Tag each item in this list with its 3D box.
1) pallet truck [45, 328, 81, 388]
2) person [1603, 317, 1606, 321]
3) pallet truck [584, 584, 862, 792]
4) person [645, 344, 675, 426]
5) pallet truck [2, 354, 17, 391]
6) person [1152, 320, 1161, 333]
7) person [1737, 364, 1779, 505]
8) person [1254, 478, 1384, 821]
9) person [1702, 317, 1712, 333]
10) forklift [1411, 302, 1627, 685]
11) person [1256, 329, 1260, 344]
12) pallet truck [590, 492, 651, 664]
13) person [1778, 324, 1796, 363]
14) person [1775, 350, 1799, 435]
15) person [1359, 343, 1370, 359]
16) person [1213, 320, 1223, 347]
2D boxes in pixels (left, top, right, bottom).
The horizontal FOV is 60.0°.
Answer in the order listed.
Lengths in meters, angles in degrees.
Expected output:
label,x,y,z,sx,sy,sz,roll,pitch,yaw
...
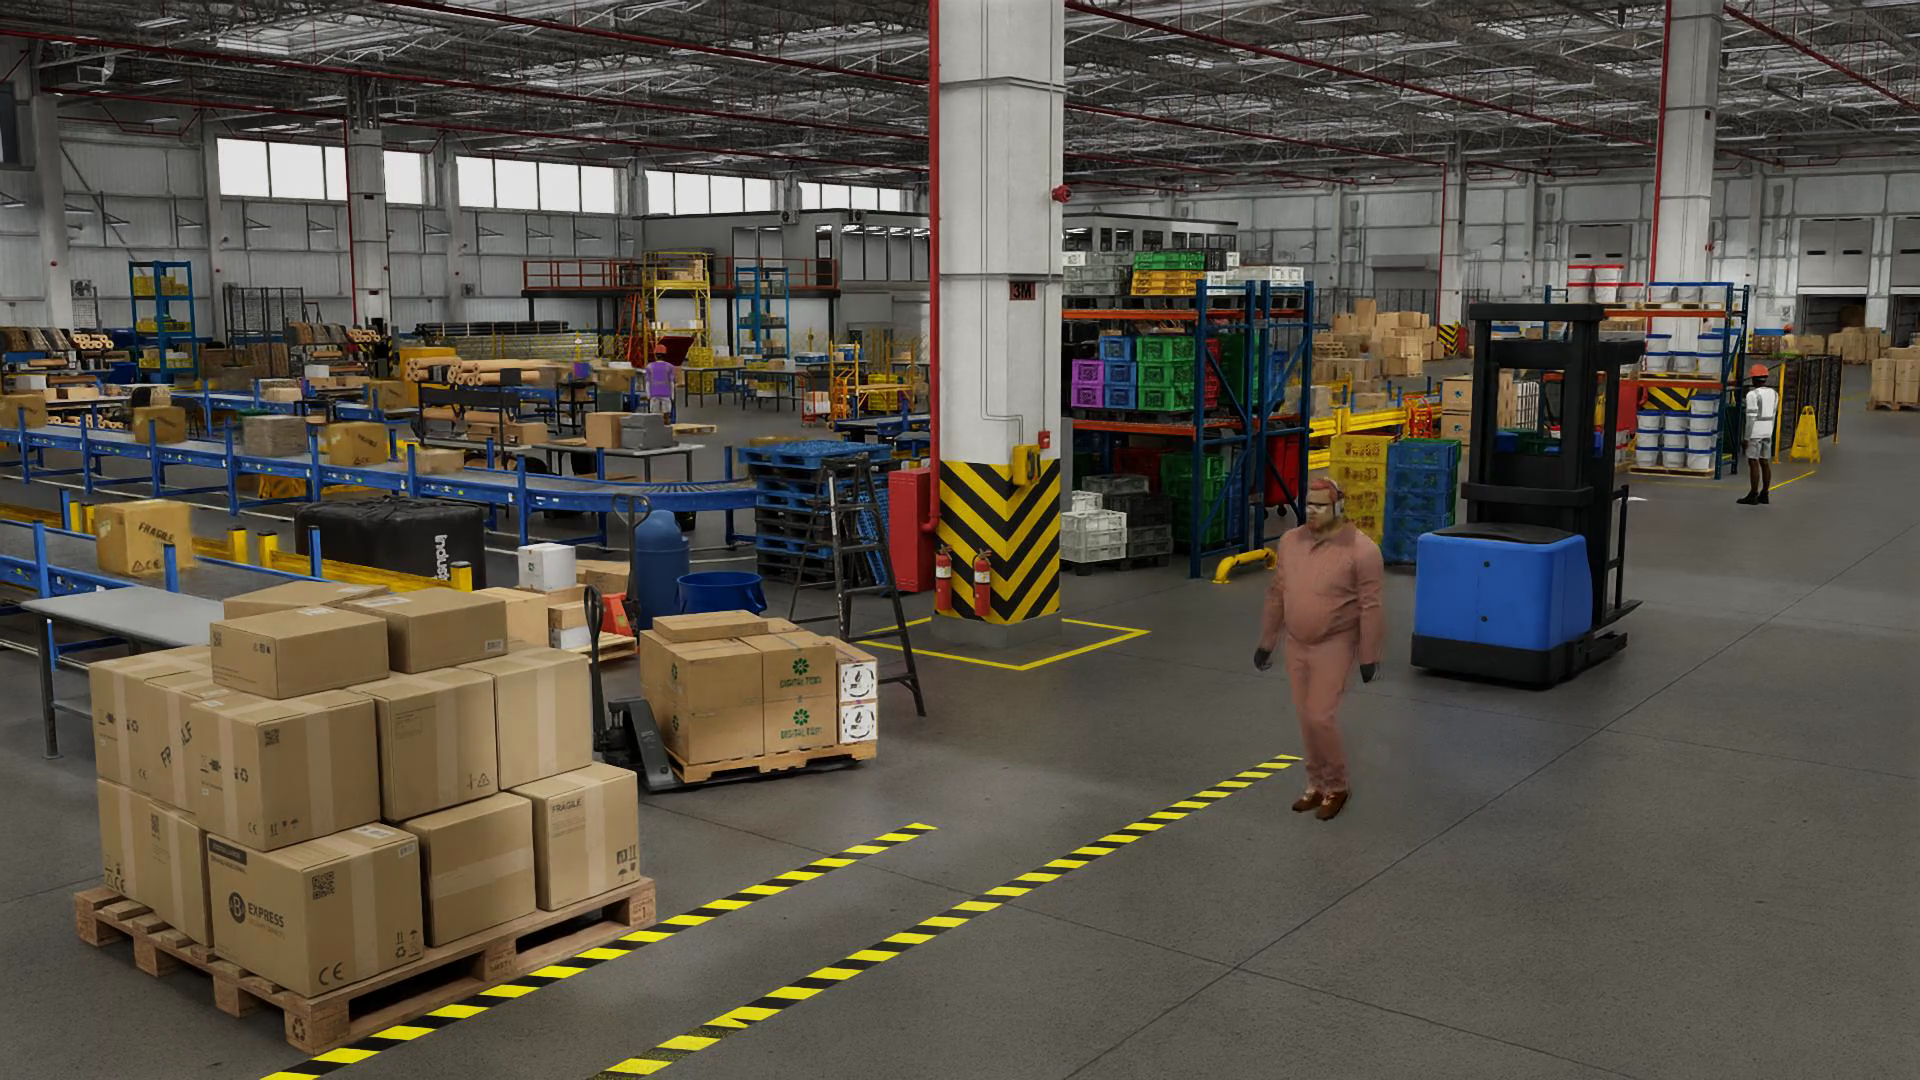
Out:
label,x,y,z,sx,sy,sz,roll,pitch,yaw
pallet truck,-23.775,-4.544,43.495,1.885,1.965,0.823,6,10,35
person,29.897,-9.483,77.402,0.996,1.812,0.537,6,10,33
pallet truck,-1.426,0.805,10.019,1.601,1.201,0.680,-4,9,-26
person,-5.708,-2.767,31.725,0.551,1.932,0.378,0,8,0
pallet truck,-24.881,-4.417,42.634,1.885,1.965,0.823,8,11,41
person,7.554,-7.599,64.451,0.839,1.889,0.598,-2,9,-15
person,10.924,-1.442,22.808,0.547,1.930,0.384,-4,9,-26
person,1.954,0.598,9.200,0.511,1.890,0.648,-7,11,-38
person,31.811,-8.646,71.145,0.622,1.995,0.378,4,9,27
forklift,4.379,-0.438,12.852,1.129,2.768,1.873,7,11,37
person,12.406,-8.162,68.392,0.506,1.846,0.345,2,9,14
pallet truck,-3.115,0.344,12.883,0.653,1.274,1.630,7,11,37
person,26.264,-5.903,52.901,0.580,1.921,0.453,-3,9,-21
person,16.944,-3.010,34.060,0.319,1.738,0.614,-4,9,-27
person,10.384,-4.296,43.112,0.724,1.605,0.520,8,11,41
person,9.342,-7.045,60.614,0.657,1.913,0.546,-1,9,-7
